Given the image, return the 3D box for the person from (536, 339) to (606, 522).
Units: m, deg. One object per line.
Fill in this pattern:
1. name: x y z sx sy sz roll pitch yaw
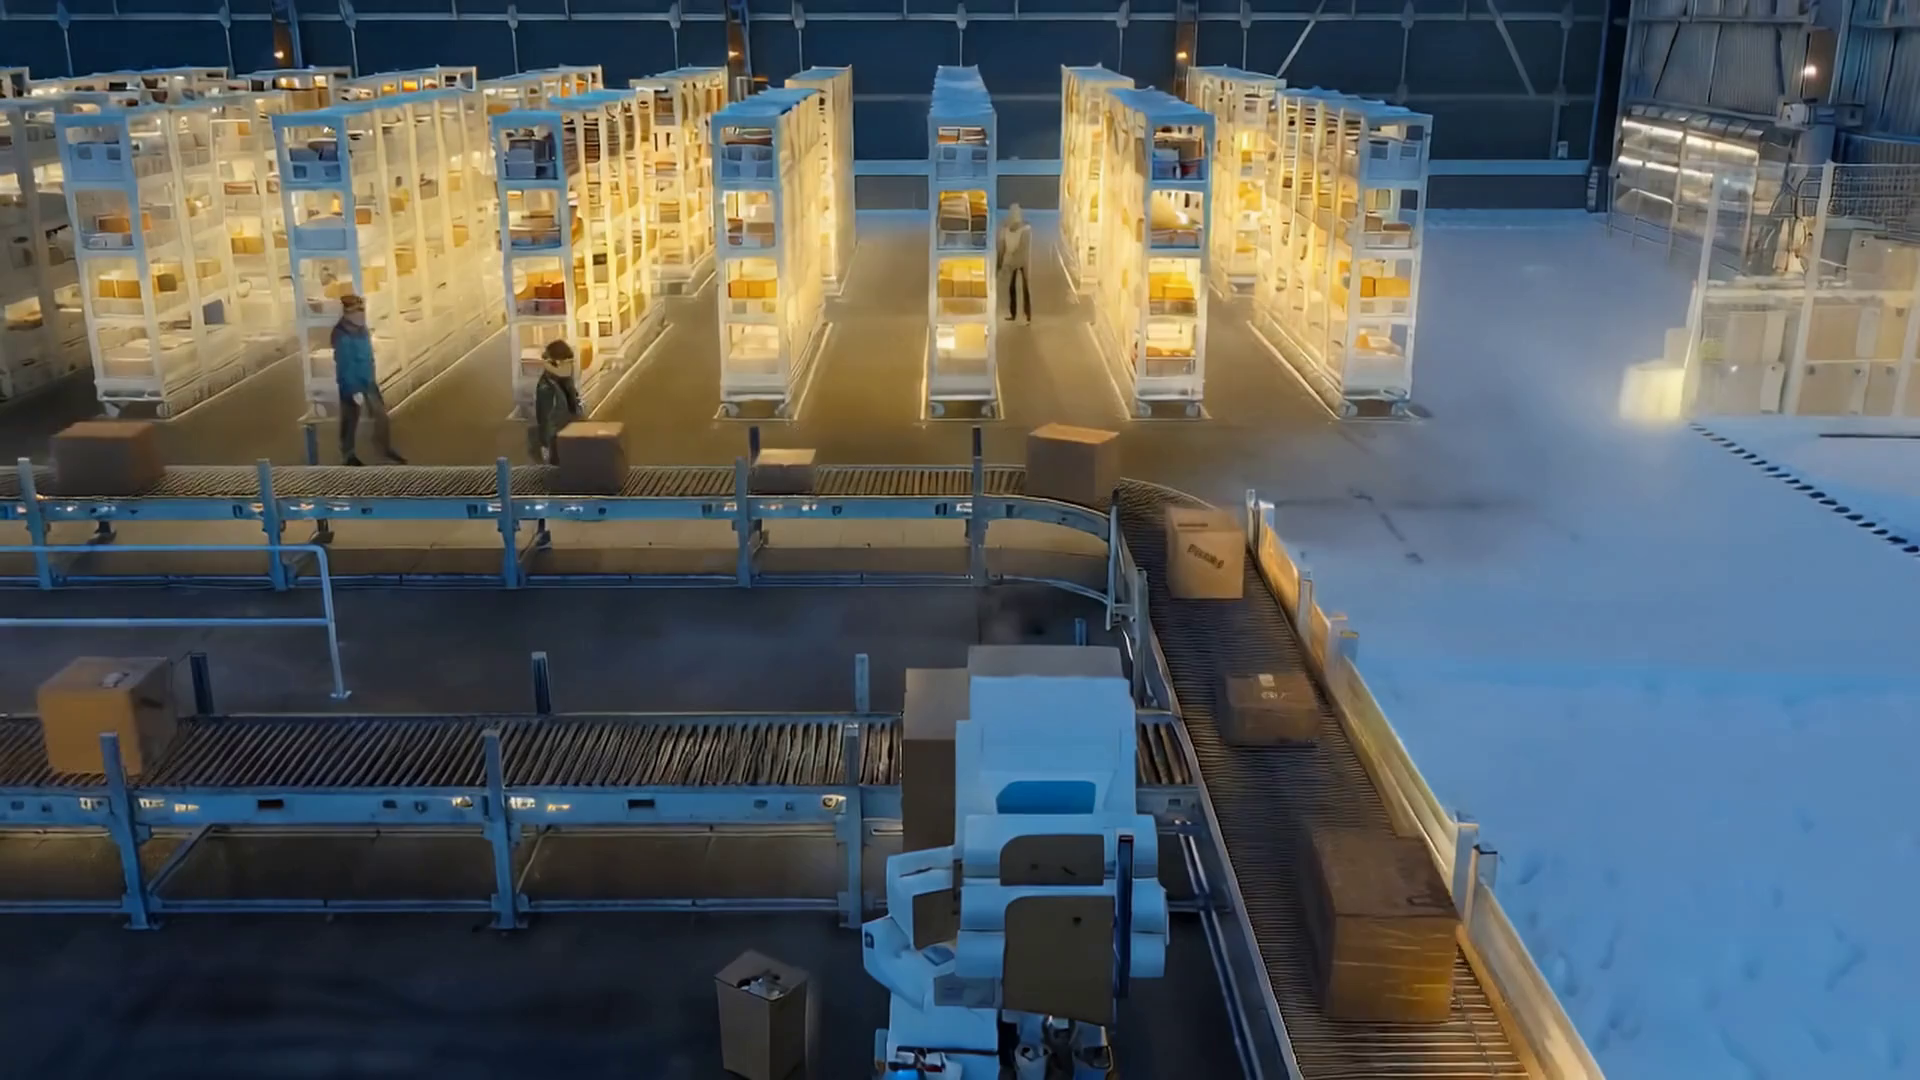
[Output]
1. person: -3.894 -1.046 15.958 0.860 1.805 0.600 1 18 3

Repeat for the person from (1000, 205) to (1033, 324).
1. person: 0.885 -4.317 25.982 0.571 1.831 0.407 12 21 32

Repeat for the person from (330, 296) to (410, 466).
1. person: -6.326 -1.656 17.719 0.811 1.875 0.647 3 18 9
